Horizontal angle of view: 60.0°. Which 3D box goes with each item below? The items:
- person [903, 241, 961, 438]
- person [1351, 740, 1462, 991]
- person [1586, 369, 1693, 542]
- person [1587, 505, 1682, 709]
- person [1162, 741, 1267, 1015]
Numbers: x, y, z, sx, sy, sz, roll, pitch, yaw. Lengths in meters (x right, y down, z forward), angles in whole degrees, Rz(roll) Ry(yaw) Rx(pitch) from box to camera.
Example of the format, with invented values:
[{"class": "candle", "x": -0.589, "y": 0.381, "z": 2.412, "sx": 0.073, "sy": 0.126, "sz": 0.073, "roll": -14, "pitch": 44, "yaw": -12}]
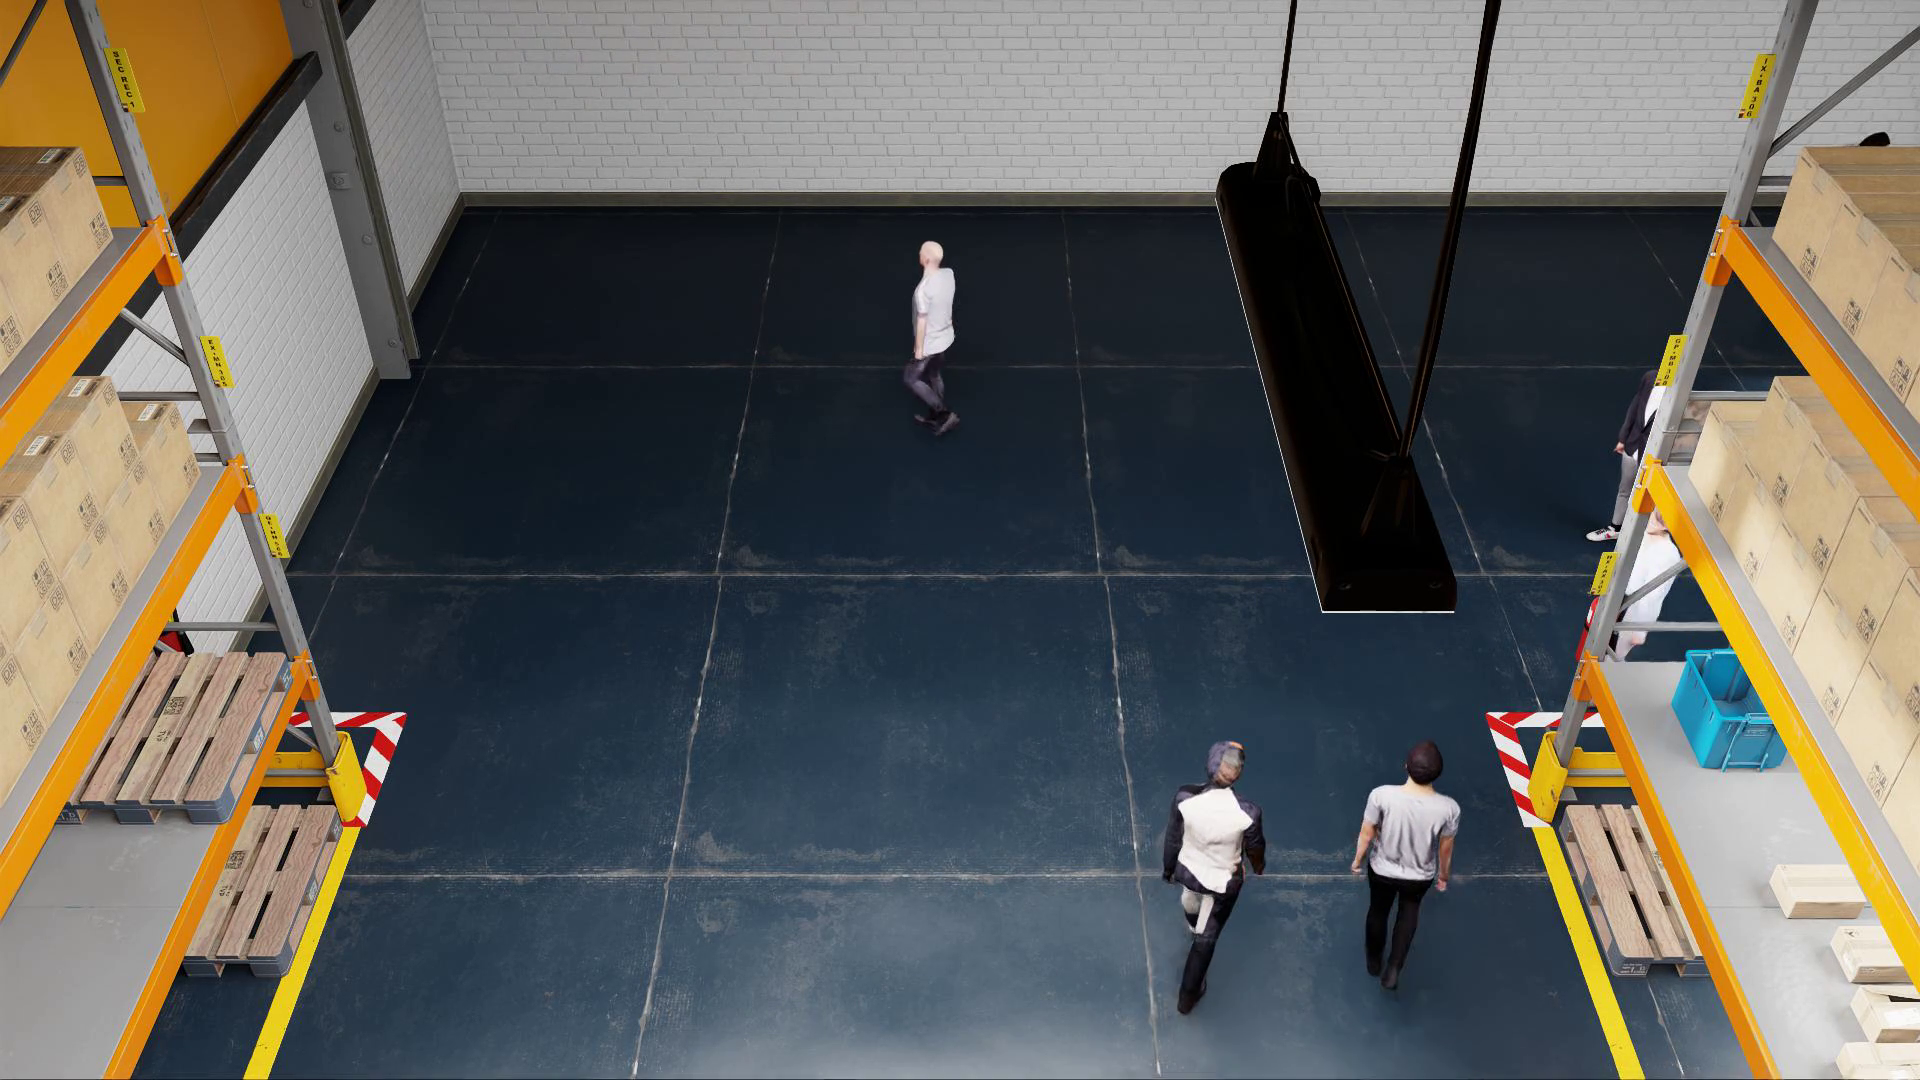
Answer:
[{"class": "person", "x": -0.168, "y": -1.637, "z": 13.919, "sx": 0.925, "sy": 1.817, "sz": 0.876, "roll": 20, "pitch": 43, "yaw": 24}, {"class": "person", "x": 2.495, "y": 1.927, "z": 9.429, "sx": 0.802, "sy": 1.852, "sz": 0.880, "roll": 10, "pitch": 40, "yaw": 12}, {"class": "person", "x": 5.262, "y": -0.705, "z": 12.646, "sx": 0.855, "sy": 1.950, "sz": 0.695, "roll": -16, "pitch": 41, "yaw": -19}, {"class": "person", "x": 4.616, "y": 0.499, "z": 11.194, "sx": 0.758, "sy": 1.881, "sz": 0.765, "roll": 3, "pitch": 39, "yaw": 4}, {"class": "person", "x": 1.379, "y": 1.958, "z": 9.393, "sx": 1.013, "sy": 1.848, "sz": 1.211, "roll": 19, "pitch": 42, "yaw": 22}]
